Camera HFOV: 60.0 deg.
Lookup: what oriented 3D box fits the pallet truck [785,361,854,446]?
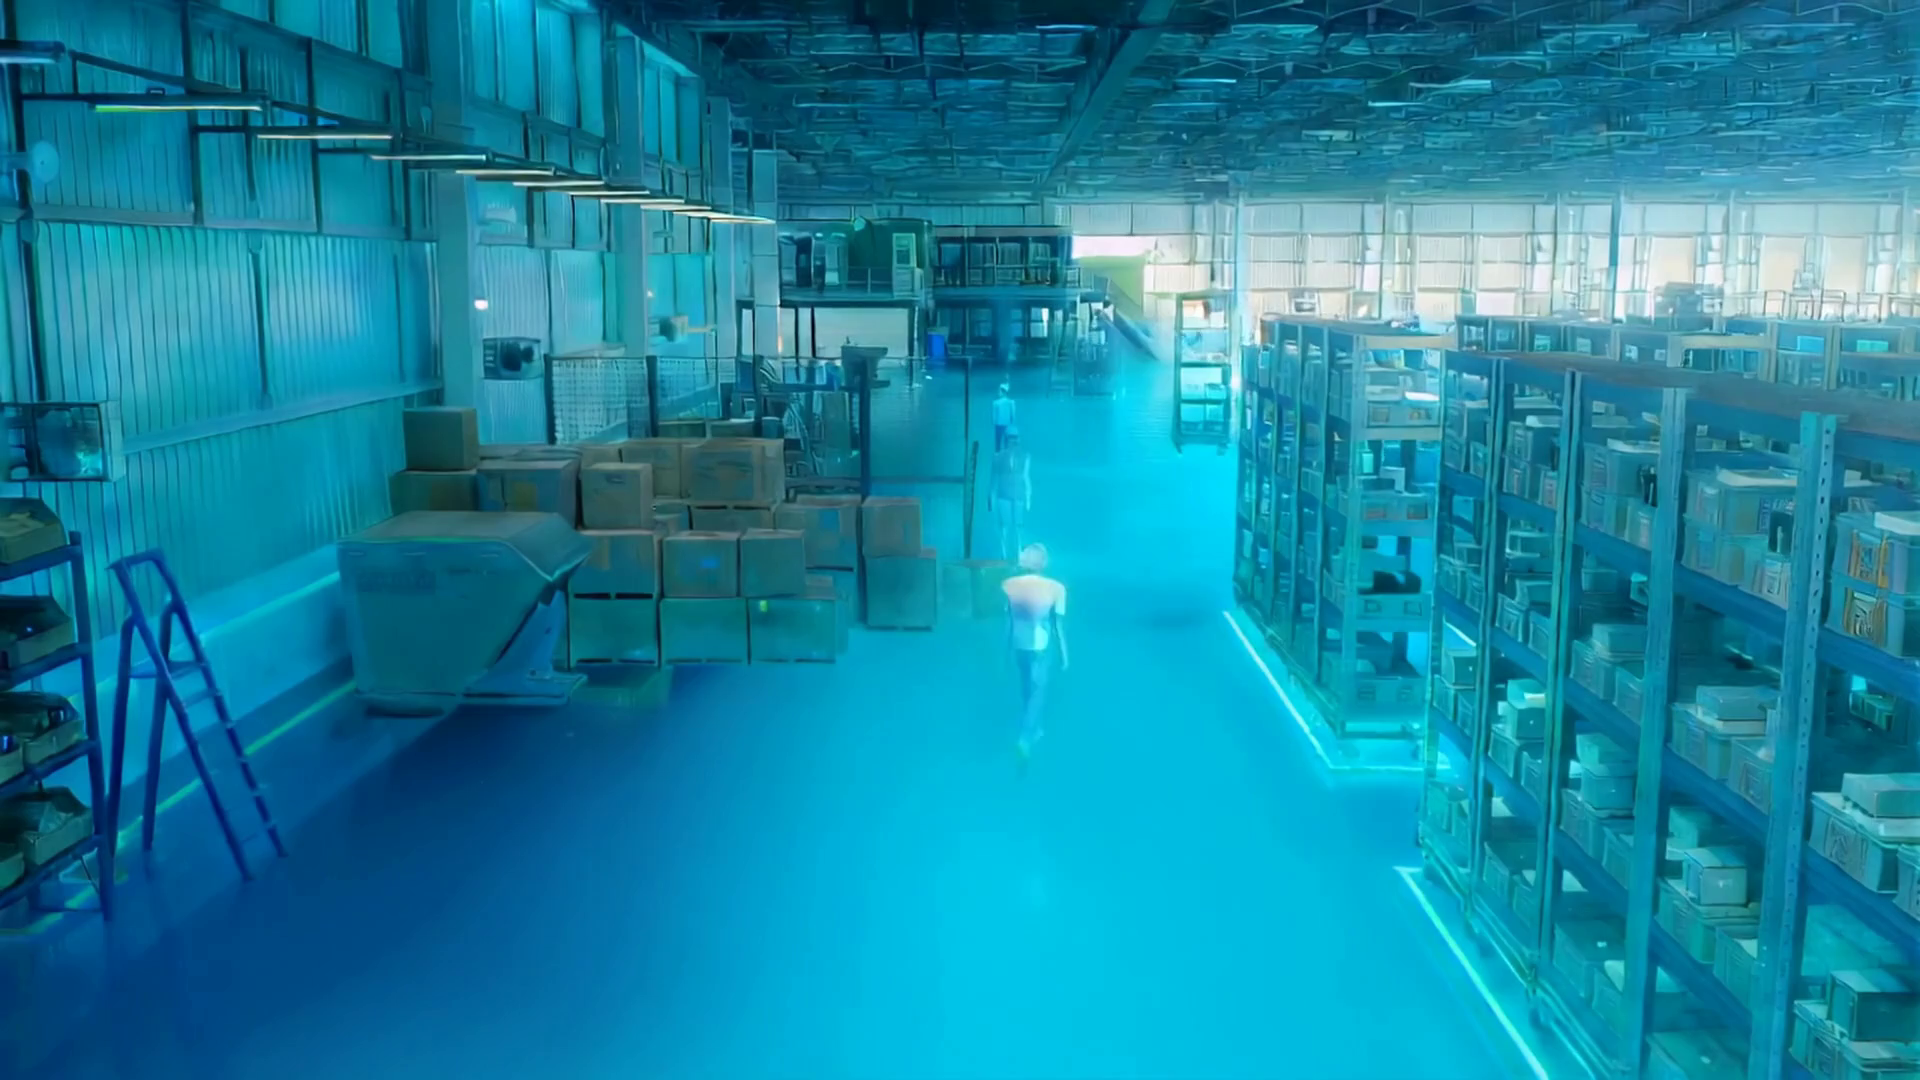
[{"bbox_3d":[-3.410,-3.193,38.978,1.885,1.965,0.823,0,9,-1],"label":"pallet truck"}]

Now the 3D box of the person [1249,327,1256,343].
[{"bbox_3d":[12.331,-8.055,69.464,0.604,1.828,0.971,7,11,35],"label":"person"}]

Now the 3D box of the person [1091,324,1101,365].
[{"bbox_3d":[5.856,-8.376,71.464,0.585,1.831,0.532,-8,12,-42],"label":"person"}]

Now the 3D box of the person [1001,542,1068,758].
[{"bbox_3d":[0.614,0.923,14.187,0.576,1.812,0.890,3,10,20],"label":"person"}]

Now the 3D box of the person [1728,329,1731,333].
[{"bbox_3d":[29.790,-7.333,64.608,0.613,1.963,0.362,-6,11,-35],"label":"person"}]

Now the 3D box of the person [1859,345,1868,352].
[{"bbox_3d":[27.054,-4.893,49.834,0.646,1.871,0.939,1,9,8],"label":"person"}]

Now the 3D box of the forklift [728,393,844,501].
[{"bbox_3d":[-2.979,-1.316,26.476,2.680,1.987,1.157,0,9,1],"label":"forklift"}]

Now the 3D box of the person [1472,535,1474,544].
[{"bbox_3d":[7.691,-0.760,23.914,0.660,2.020,0.634,5,11,30],"label":"person"}]

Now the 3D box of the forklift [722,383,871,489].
[{"bbox_3d":[-2.893,-1.687,28.729,2.680,1.987,1.157,0,9,-1],"label":"forklift"}]

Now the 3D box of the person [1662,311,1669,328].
[{"bbox_3d":[38.434,-11.542,90.820,0.988,1.882,0.568,4,10,25],"label":"person"}]

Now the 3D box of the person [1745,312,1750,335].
[{"bbox_3d":[41.295,-10.982,87.292,0.605,1.908,0.458,-6,11,-32],"label":"person"}]

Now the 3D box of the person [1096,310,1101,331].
[{"bbox_3d":[8.264,-12.653,97.870,0.584,1.821,0.653,-1,9,-5],"label":"person"}]

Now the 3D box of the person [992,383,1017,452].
[{"bbox_3d":[0.922,-2.376,34.652,0.529,1.768,0.312,2,9,11],"label":"person"}]

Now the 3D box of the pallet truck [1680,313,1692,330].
[{"bbox_3d":[36.315,-10.531,84.244,0.823,1.965,1.885,-6,11,-33],"label":"pallet truck"}]

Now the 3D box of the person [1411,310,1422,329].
[{"bbox_3d":[25.857,-12.108,94.348,0.630,1.885,0.813,-3,10,-19],"label":"person"}]

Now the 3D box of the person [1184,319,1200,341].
[{"bbox_3d":[13.611,-12.566,97.404,0.924,1.835,0.498,-1,9,-9],"label":"person"}]

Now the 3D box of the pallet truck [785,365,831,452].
[{"bbox_3d":[-3.774,-2.976,37.635,1.885,1.965,0.823,1,9,5],"label":"pallet truck"}]

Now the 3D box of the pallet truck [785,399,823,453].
[{"bbox_3d":[-3.814,-2.432,36.419,1.630,1.274,0.653,0,9,1],"label":"pallet truck"}]

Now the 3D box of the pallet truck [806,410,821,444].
[{"bbox_3d":[-3.559,-2.018,33.905,1.522,1.261,0.704,0,9,-1],"label":"pallet truck"}]

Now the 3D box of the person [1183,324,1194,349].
[{"bbox_3d":[11.728,-10.632,85.227,0.601,1.891,0.896,-1,9,-4],"label":"person"}]

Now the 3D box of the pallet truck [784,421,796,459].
[{"bbox_3d":[-4.013,-1.793,32.705,1.601,1.201,0.680,0,9,1],"label":"pallet truck"}]

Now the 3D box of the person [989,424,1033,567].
[{"bbox_3d":[0.692,-0.603,23.004,0.623,1.992,0.397,-3,10,-15],"label":"person"}]

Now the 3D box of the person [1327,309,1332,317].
[{"bbox_3d":[21.138,-12.205,94.900,1.014,1.909,0.620,3,10,20],"label":"person"}]

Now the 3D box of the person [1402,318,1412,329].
[{"bbox_3d":[21.159,-9.580,78.773,0.641,1.869,0.592,-6,11,-33],"label":"person"}]
